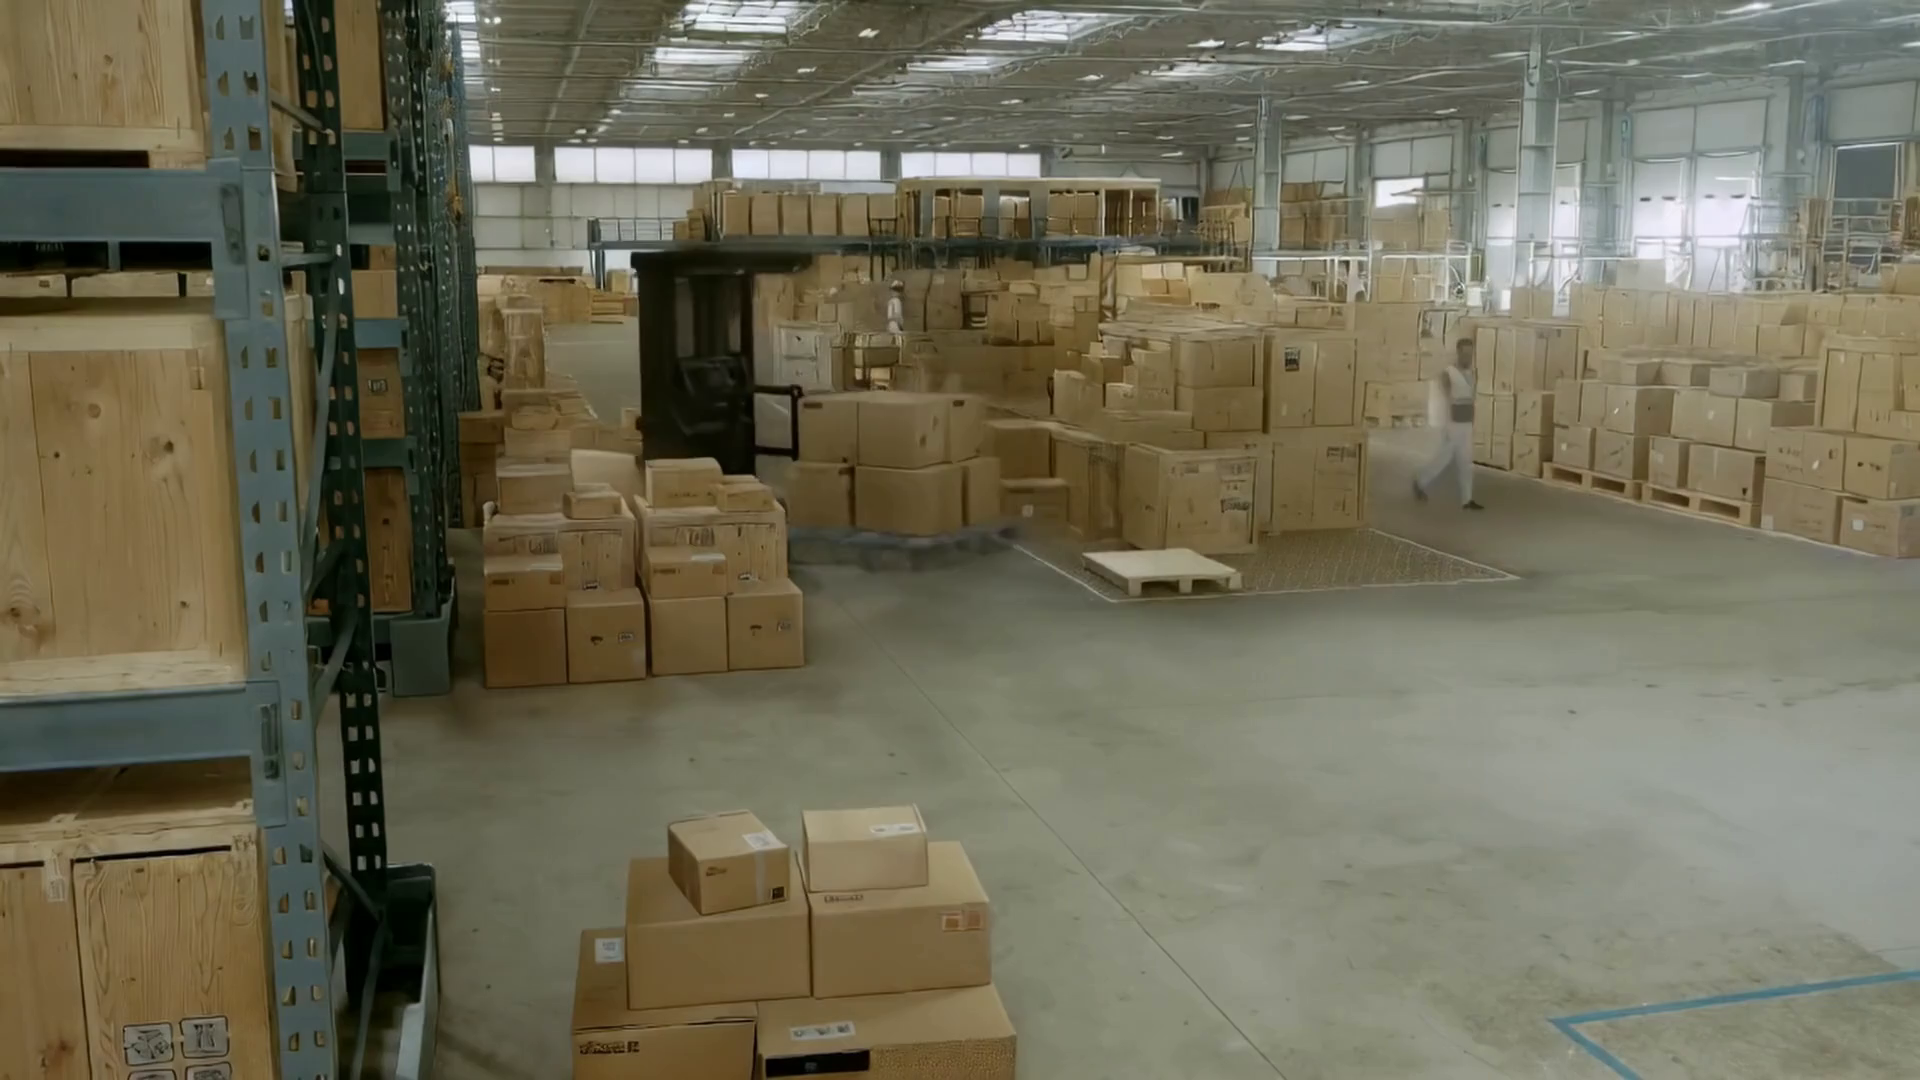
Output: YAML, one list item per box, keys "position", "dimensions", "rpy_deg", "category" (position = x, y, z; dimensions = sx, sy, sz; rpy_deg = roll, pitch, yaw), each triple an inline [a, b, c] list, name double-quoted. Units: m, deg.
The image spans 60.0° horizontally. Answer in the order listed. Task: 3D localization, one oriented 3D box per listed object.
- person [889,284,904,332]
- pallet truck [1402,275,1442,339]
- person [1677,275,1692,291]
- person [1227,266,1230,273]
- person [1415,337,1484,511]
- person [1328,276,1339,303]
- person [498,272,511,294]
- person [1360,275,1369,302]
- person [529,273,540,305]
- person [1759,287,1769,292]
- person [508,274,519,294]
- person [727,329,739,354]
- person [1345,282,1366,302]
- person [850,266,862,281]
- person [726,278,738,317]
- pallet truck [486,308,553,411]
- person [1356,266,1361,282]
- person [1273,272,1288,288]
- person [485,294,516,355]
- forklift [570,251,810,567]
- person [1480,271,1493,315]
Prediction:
- position: [-1.559, -5.362, 41.210]
  dimensions: [0.372, 1.935, 0.551]
  rpy_deg: [-3, 10, -17]
  category: "person"
- position: [14.620, -7.324, 52.145]
  dimensions: [0.823, 1.965, 1.885]
  rpy_deg: [8, 13, 40]
  category: "pallet truck"
- position: [23.666, -7.698, 54.444]
  dimensions: [0.599, 1.924, 0.894]
  rpy_deg: [9, 14, 42]
  category: "person"
- position: [12.681, -12.031, 78.933]
  dimensions: [0.602, 1.949, 0.395]
  rpy_deg: [3, 10, 17]
  category: "person"
- position: [5.421, -1.289, 18.266]
  dimensions: [0.598, 1.900, 0.803]
  rpy_deg: [-6, 12, -31]
  category: "person"
- position: [15.310, -9.998, 68.137]
  dimensions: [0.385, 1.683, 0.544]
  rpy_deg: [-4, 11, -22]
  category: "person"
- position: [-17.888, -9.616, 65.486]
  dimensions: [0.598, 1.866, 0.429]
  rpy_deg: [-2, 10, -11]
  category: "person"
- position: [16.594, -9.989, 68.052]
  dimensions: [0.559, 1.703, 0.944]
  rpy_deg: [-3, 11, -18]
  category: "person"
- position: [-17.753, -10.277, 69.559]
  dimensions: [0.525, 1.759, 0.444]
  rpy_deg: [4, 11, 20]
  category: "person"
- position: [18.911, -5.041, 39.450]
  dimensions: [0.418, 1.916, 0.680]
  rpy_deg: [-2, 10, -9]
  category: "person"
- position: [-15.937, -8.514, 59.187]
  dimensions: [0.579, 1.891, 0.503]
  rpy_deg: [10, 14, 43]
  category: "person"
- position: [-3.672, -2.535, 25.970]
  dimensions: [0.540, 1.667, 0.804]
  rpy_deg: [0, 10, 1]
  category: "person"
- position: [11.521, -6.592, 48.442]
  dimensions: [0.619, 1.845, 0.430]
  rpy_deg: [-1, 10, -8]
  category: "person"
- position: [-4.484, -10.712, 71.211]
  dimensions: [0.395, 2.040, 0.609]
  rpy_deg: [9, 13, 41]
  category: "person"
- position: [-9.251, -10.022, 67.302]
  dimensions: [0.701, 2.000, 0.551]
  rpy_deg: [0, 10, -2]
  category: "person"
- position: [-6.242, -2.418, 24.362]
  dimensions: [0.823, 1.965, 1.885]
  rpy_deg: [1, 10, 3]
  category: "pallet truck"
- position: [18.437, -11.823, 77.736]
  dimensions: [0.969, 1.963, 0.621]
  rpy_deg: [2, 10, 11]
  category: "person"
- position: [13.468, -10.382, 70.059]
  dimensions: [0.976, 1.788, 0.650]
  rpy_deg: [-9, 14, -43]
  category: "person"
- position: [-9.325, -4.023, 33.728]
  dimensions: [0.630, 1.895, 1.034]
  rpy_deg: [-3, 11, -18]
  category: "person"
- position: [-2.426, -1.132, 14.581]
  dimensions: [1.873, 2.768, 1.129]
  rpy_deg: [6, 12, 29]
  category: "forklift"
- position: [21.231, -9.865, 66.877]
  dimensions: [0.374, 1.878, 0.635]
  rpy_deg: [-3, 11, -17]
  category: "person"
